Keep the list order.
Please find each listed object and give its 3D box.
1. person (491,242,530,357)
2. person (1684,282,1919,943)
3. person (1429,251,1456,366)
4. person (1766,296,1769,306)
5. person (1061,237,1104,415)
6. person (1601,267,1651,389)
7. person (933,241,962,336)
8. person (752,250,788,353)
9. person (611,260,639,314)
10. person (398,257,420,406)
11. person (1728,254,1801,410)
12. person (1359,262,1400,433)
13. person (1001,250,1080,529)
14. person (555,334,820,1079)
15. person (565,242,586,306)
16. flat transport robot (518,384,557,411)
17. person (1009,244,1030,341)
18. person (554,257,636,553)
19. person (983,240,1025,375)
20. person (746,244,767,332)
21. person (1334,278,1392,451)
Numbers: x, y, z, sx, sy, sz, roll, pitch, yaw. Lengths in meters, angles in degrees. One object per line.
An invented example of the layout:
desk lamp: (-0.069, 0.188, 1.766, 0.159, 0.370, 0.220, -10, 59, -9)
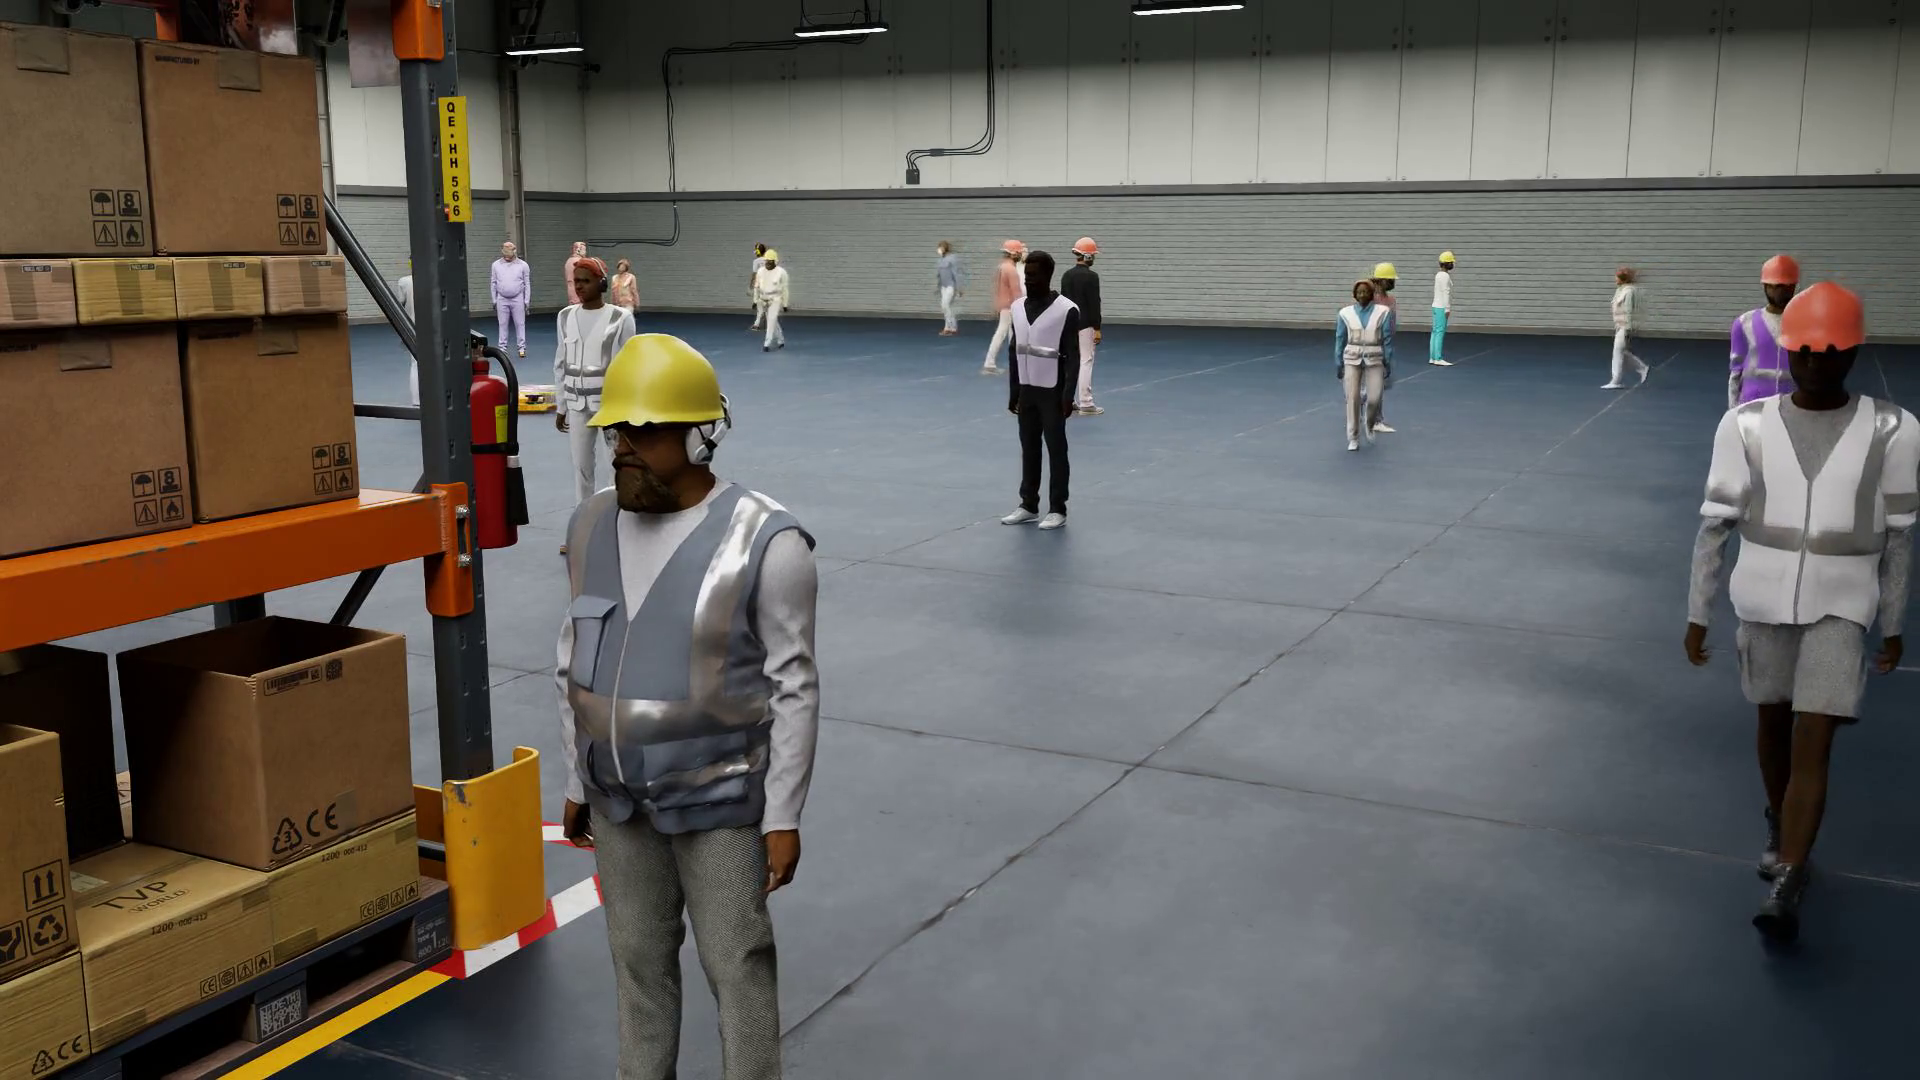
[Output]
person: (-7.456, -3.974, 27.600, 0.639, 1.902, 0.407, -1, 10, -7)
person: (2.461, 0.194, 4.908, 0.572, 1.877, 1.007, 7, 12, 33)
person: (7.534, -3.602, 25.934, 0.321, 1.769, 0.523, 0, 10, 1)
person: (14.270, -4.115, 29.159, 0.347, 1.609, 0.541, 2, 11, 9)
person: (1.394, -2.415, 18.841, 0.396, 1.992, 0.622, -7, 13, -35)
person: (8.842, -2.797, 21.956, 0.596, 1.616, 0.546, 1, 10, 6)
person: (-0.278, -5.009, 33.220, 0.699, 1.910, 0.704, -6, 12, -30)
person: (-3.282, -4.185, 29.105, 0.579, 1.787, 0.955, 6, 12, 29)
person: (-5.780, -4.051, 28.829, 0.599, 1.608, 0.477, 7, 12, 33)
person: (-6.138, -2.383, 19.009, 0.535, 1.868, 0.309, 0, 10, 2)
person: (5.167, -0.855, 10.575, 0.548, 1.917, 0.850, 4, 11, 21)
person: (4.297, -1.996, 17.233, 0.531, 1.750, 0.560, -9, 14, -42)
person: (0.580, -1.039, 11.544, 0.590, 1.919, 0.394, 10, 14, 43)
person: (-0.580, 0.500, 3.386, 0.600, 1.831, 0.404, 5, 12, 25)
person: (-6.720, -4.310, 29.432, 0.400, 1.902, 0.643, -7, 13, -35)
flat transport robot: (-4.991, -1.682, 19.546, 0.652, 0.197, 1.431, 1, 10, 7)
person: (1.047, -3.838, 26.932, 0.676, 1.862, 0.965, -4, 11, -19)
person: (-2.315, -0.839, 10.550, 0.574, 1.883, 0.356, 3, 11, 18)
person: (0.810, -3.367, 24.159, 1.041, 1.938, 0.650, -1, 10, -8)
person: (-4.237, -5.270, 34.836, 0.879, 1.832, 0.531, 6, 12, 30)
person: (3.793, -1.653, 15.684, 0.532, 1.623, 0.403, 2, 11, 13)
